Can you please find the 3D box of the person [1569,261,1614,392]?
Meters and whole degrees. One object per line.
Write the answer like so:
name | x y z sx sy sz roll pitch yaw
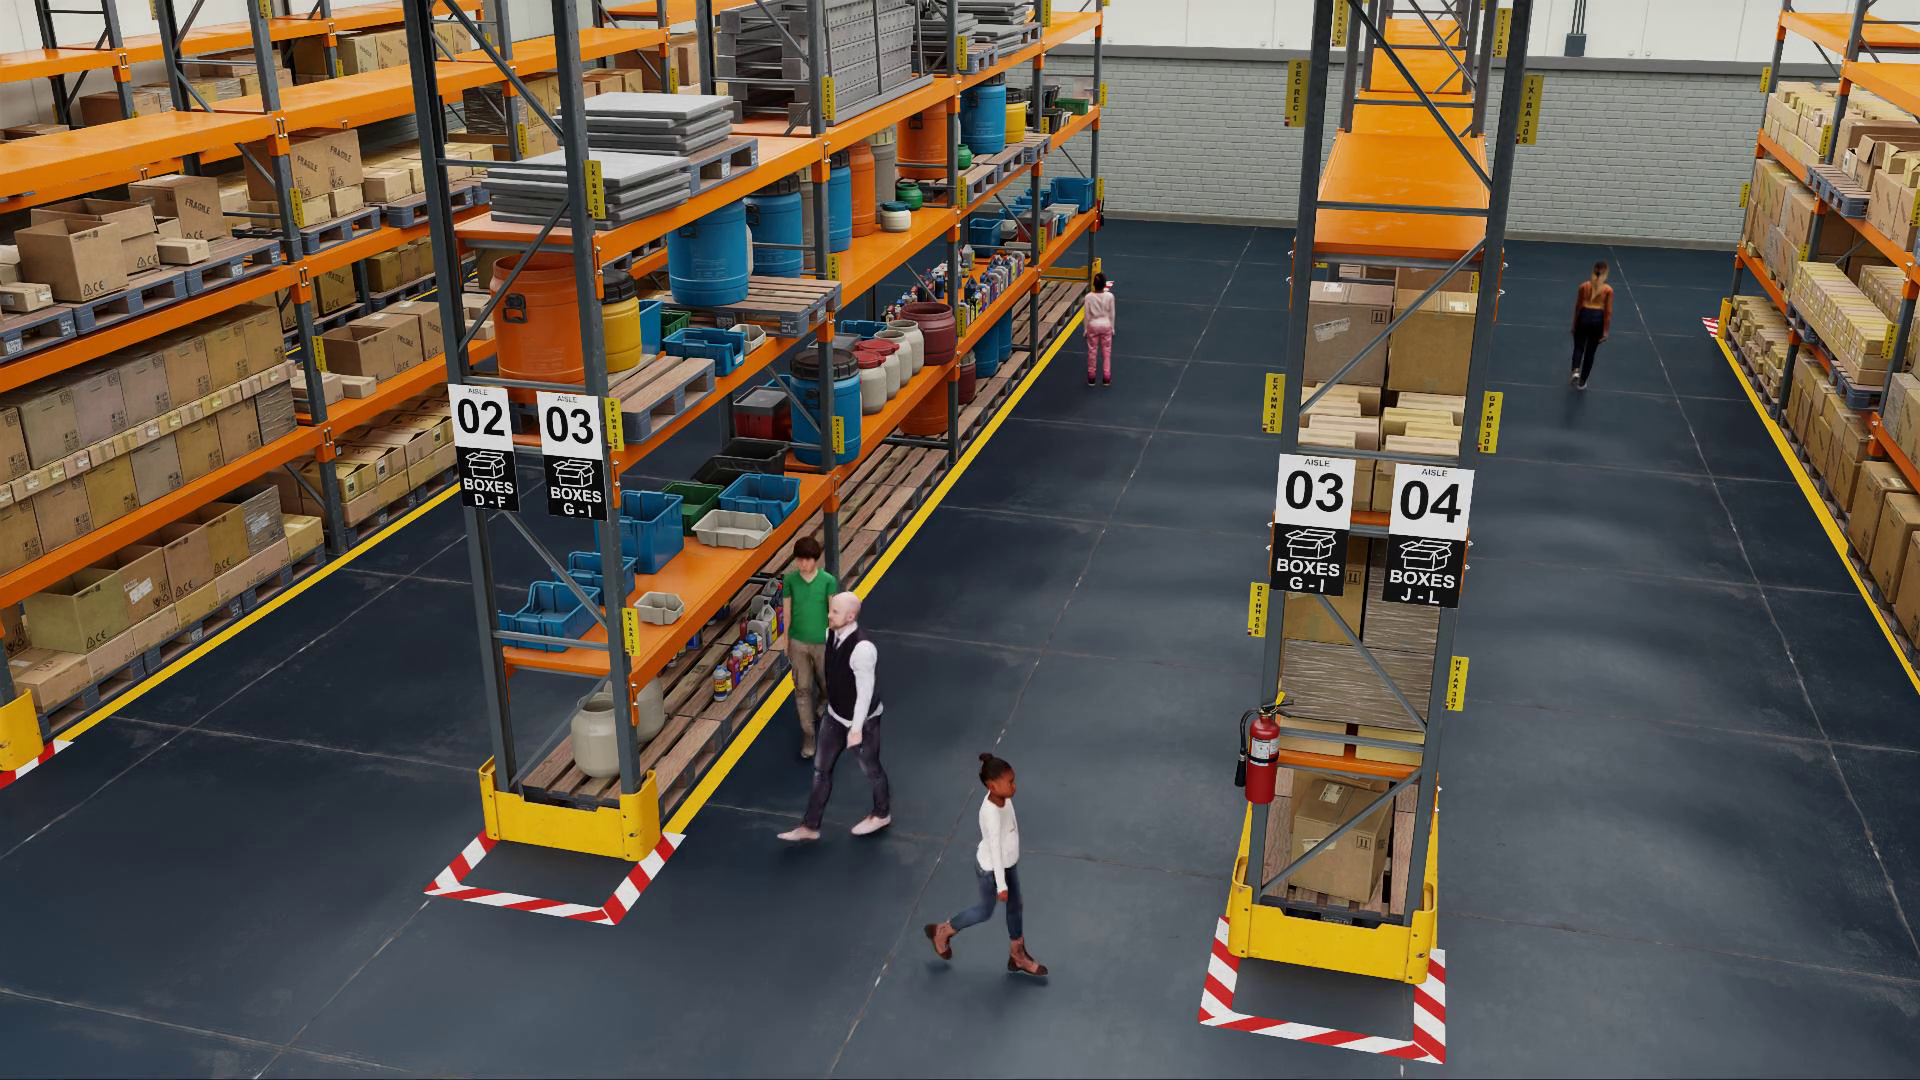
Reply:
person | 7.679 -2.579 20.305 0.687 1.615 0.828 11 25 24

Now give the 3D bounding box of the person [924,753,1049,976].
person | 0.141 1.889 9.621 0.608 1.434 0.909 7 23 16

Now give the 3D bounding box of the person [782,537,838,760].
person | -1.084 0.721 12.219 0.764 1.629 1.087 0 22 0

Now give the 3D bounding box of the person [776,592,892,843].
person | -0.627 1.158 10.931 1.180 1.795 1.090 -15 26 -32

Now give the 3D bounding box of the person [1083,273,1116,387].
person | 1.735 -2.633 20.668 0.586 1.441 0.558 1 22 3
